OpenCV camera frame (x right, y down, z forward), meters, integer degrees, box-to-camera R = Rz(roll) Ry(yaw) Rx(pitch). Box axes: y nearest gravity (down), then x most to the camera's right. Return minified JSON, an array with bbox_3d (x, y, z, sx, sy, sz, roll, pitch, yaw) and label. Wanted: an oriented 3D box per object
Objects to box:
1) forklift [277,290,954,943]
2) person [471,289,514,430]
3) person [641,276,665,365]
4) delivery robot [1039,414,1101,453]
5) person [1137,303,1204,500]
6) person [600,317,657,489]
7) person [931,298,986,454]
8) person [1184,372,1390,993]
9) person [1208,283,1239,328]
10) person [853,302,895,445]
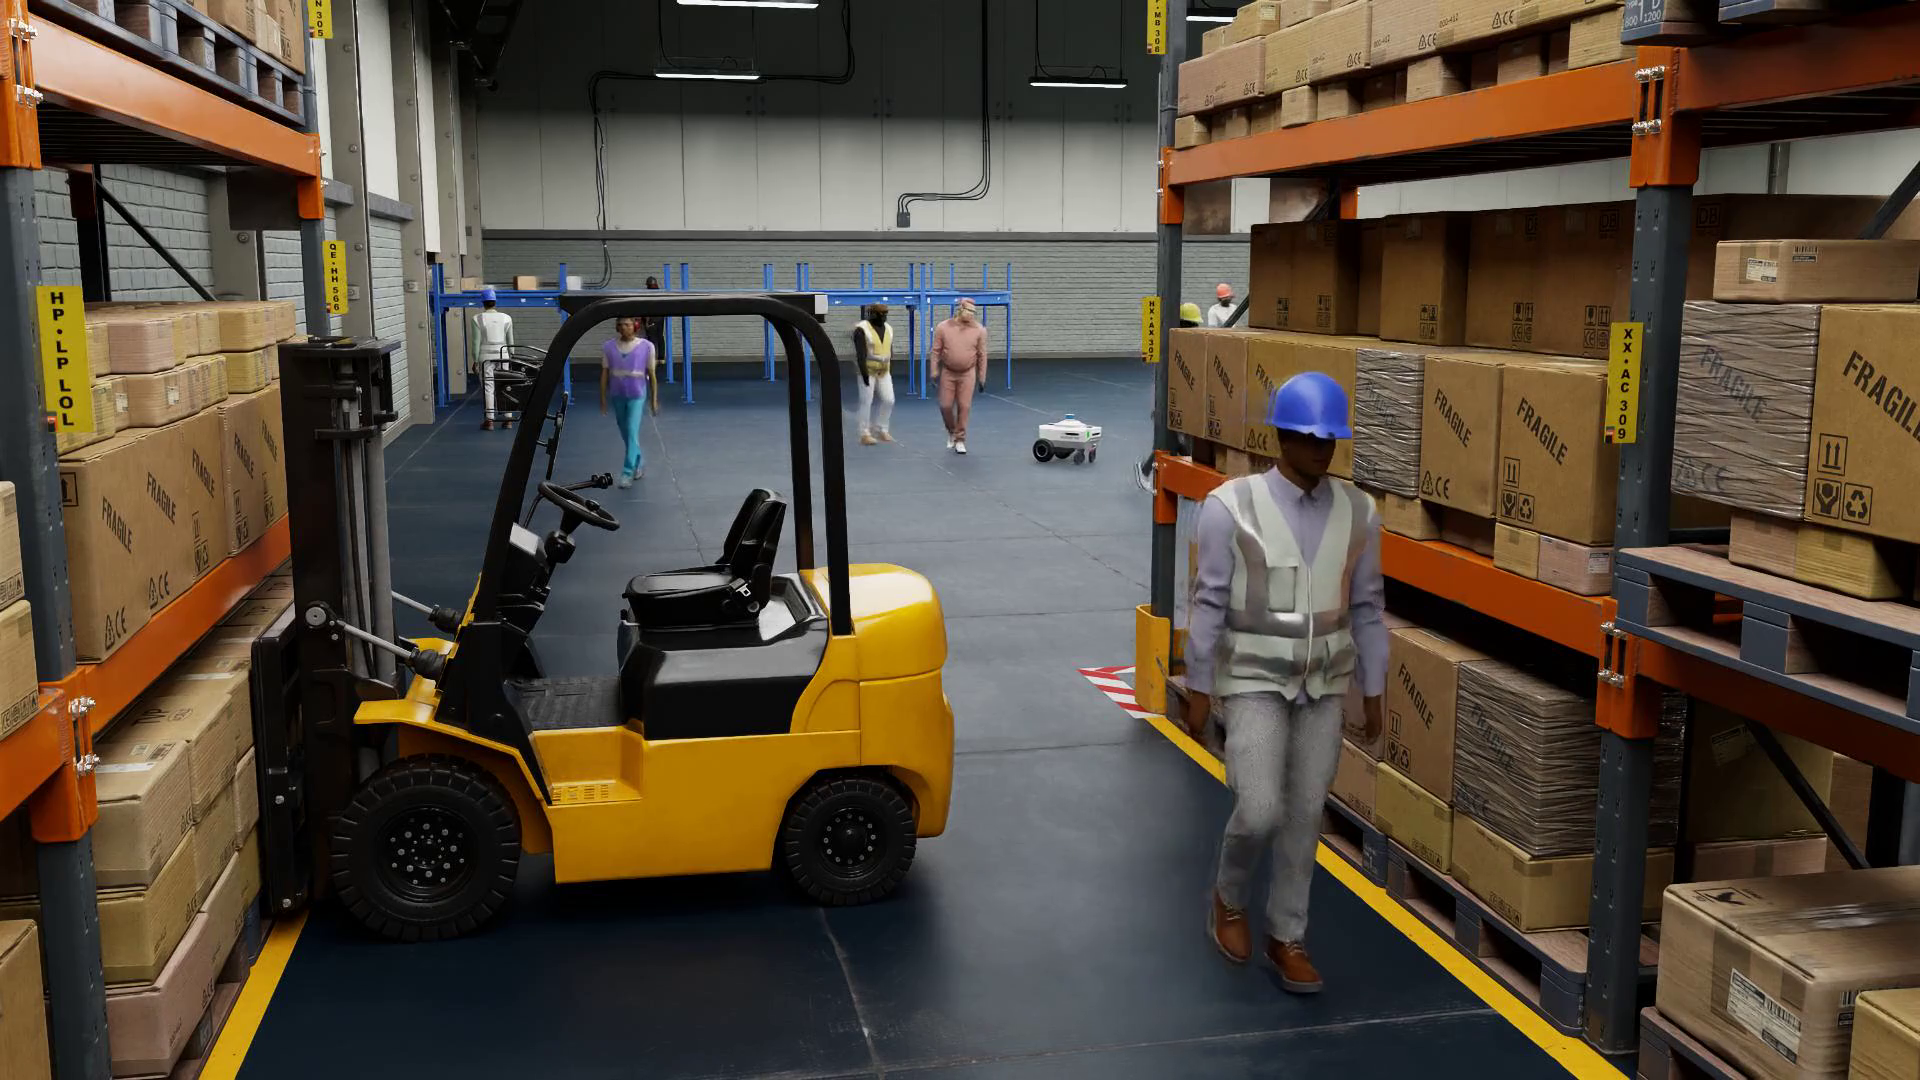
[{"bbox_3d":[-1.179,0.175,6.143,2.313,2.155,1.214,-2,10,-12],"label":"forklift"},{"bbox_3d":[-6.511,-2.515,23.166,0.615,1.943,0.399,-7,12,-38],"label":"person"},{"bbox_3d":[-7.157,-5.083,38.662,0.535,2.000,0.684,5,10,27],"label":"person"},{"bbox_3d":[1.284,-1.226,19.380,0.707,0.478,0.477,6,11,34],"label":"delivery robot"},{"bbox_3d":[2.109,-1.361,16.244,0.596,1.911,0.716,-9,13,-42],"label":"person"},{"bbox_3d":[-3.441,-1.488,17.354,0.579,1.814,0.954,1,9,8],"label":"person"},{"bbox_3d":[-0.017,-2.006,20.284,0.673,1.867,0.564,0,9,-1],"label":"person"},{"bbox_3d":[1.020,0.447,5.138,0.646,1.931,0.439,-3,10,-15],"label":"person"},{"bbox_3d":[4.153,-3.059,26.321,0.623,1.993,0.633,-4,10,-25],"label":"person"},{"bbox_3d":[-1.076,-2.118,21.170,0.635,1.816,0.556,-8,12,-40],"label":"person"}]
